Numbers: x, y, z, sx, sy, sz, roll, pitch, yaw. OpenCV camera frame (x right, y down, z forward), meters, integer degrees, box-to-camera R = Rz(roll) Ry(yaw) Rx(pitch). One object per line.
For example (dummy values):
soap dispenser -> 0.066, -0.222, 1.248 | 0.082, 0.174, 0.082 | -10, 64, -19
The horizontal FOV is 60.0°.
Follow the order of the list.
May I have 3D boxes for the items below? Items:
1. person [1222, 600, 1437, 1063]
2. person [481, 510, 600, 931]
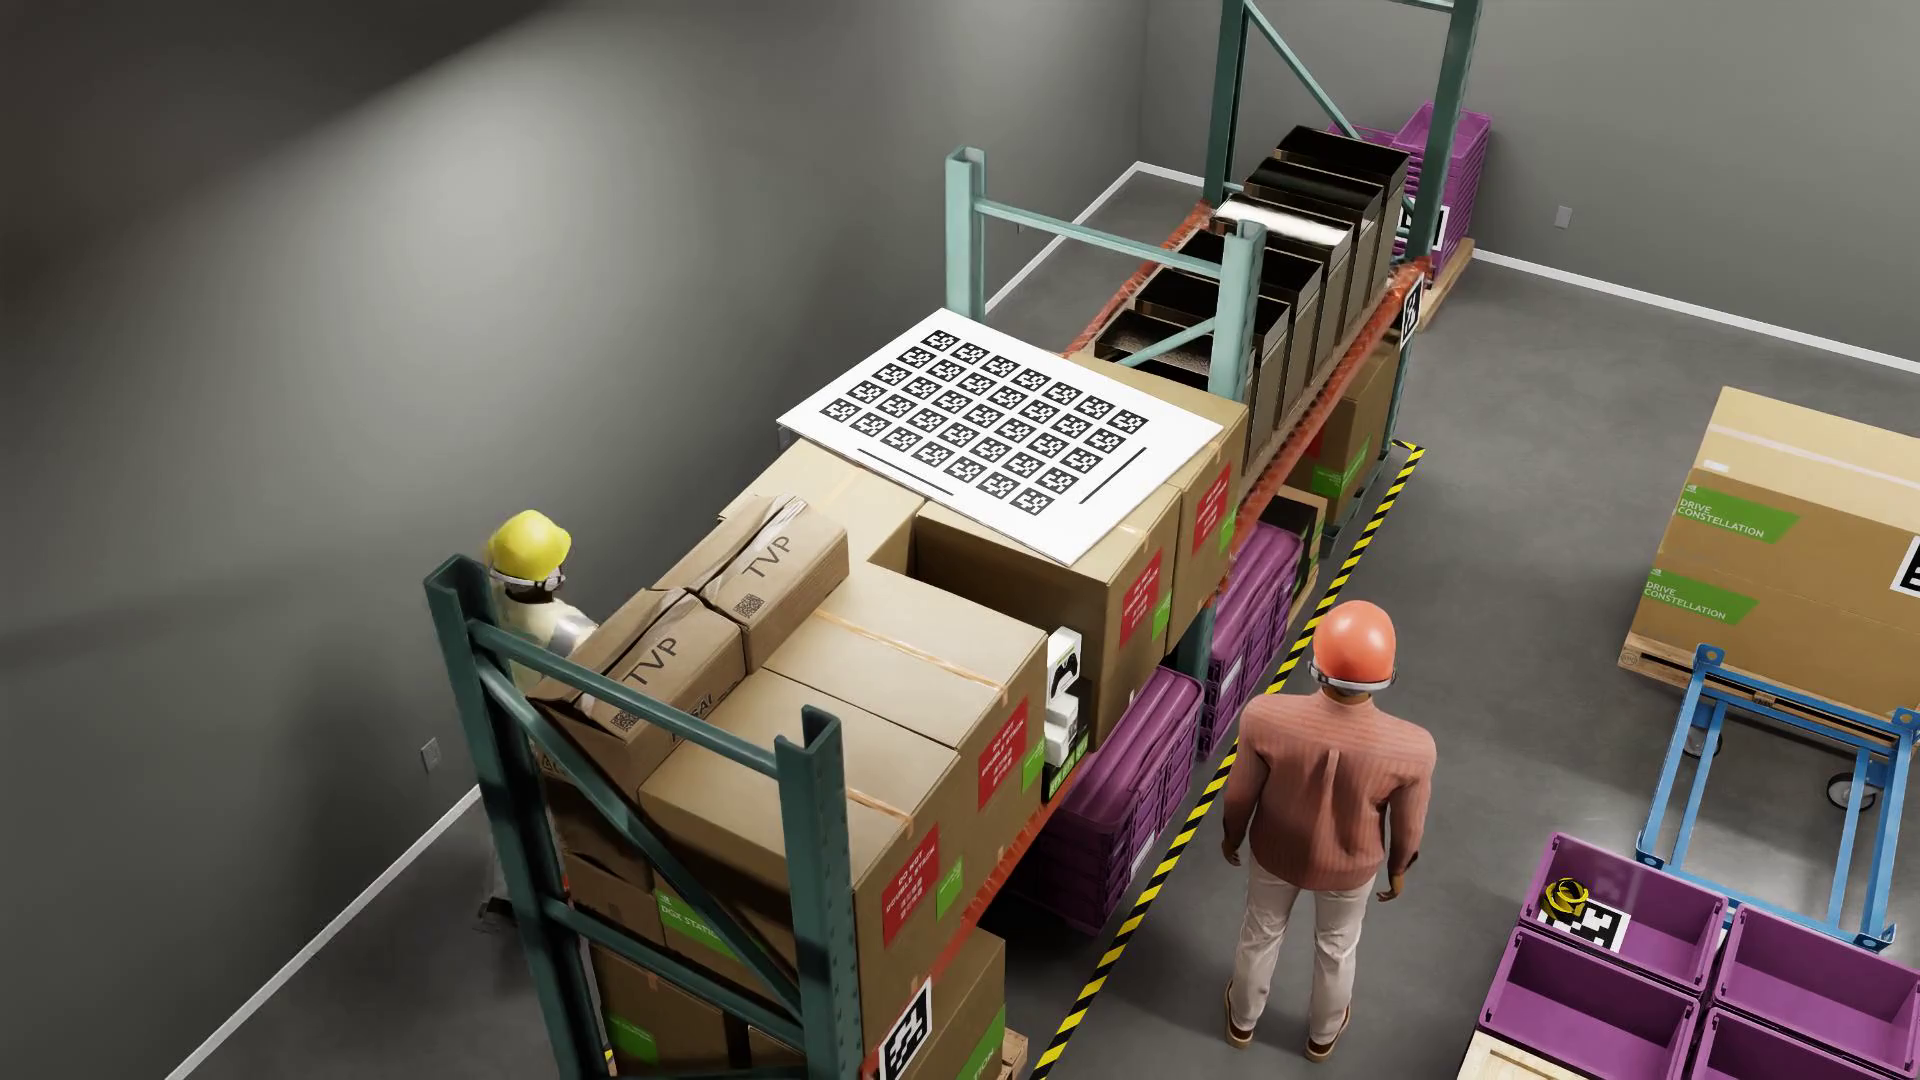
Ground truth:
person -> 1.155, 0.979, 5.384 | 0.622, 1.995, 0.382 | 10, 41, 12
person -> -1.473, 0.655, 5.922 | 0.592, 1.809, 0.829 | 15, 42, 17
